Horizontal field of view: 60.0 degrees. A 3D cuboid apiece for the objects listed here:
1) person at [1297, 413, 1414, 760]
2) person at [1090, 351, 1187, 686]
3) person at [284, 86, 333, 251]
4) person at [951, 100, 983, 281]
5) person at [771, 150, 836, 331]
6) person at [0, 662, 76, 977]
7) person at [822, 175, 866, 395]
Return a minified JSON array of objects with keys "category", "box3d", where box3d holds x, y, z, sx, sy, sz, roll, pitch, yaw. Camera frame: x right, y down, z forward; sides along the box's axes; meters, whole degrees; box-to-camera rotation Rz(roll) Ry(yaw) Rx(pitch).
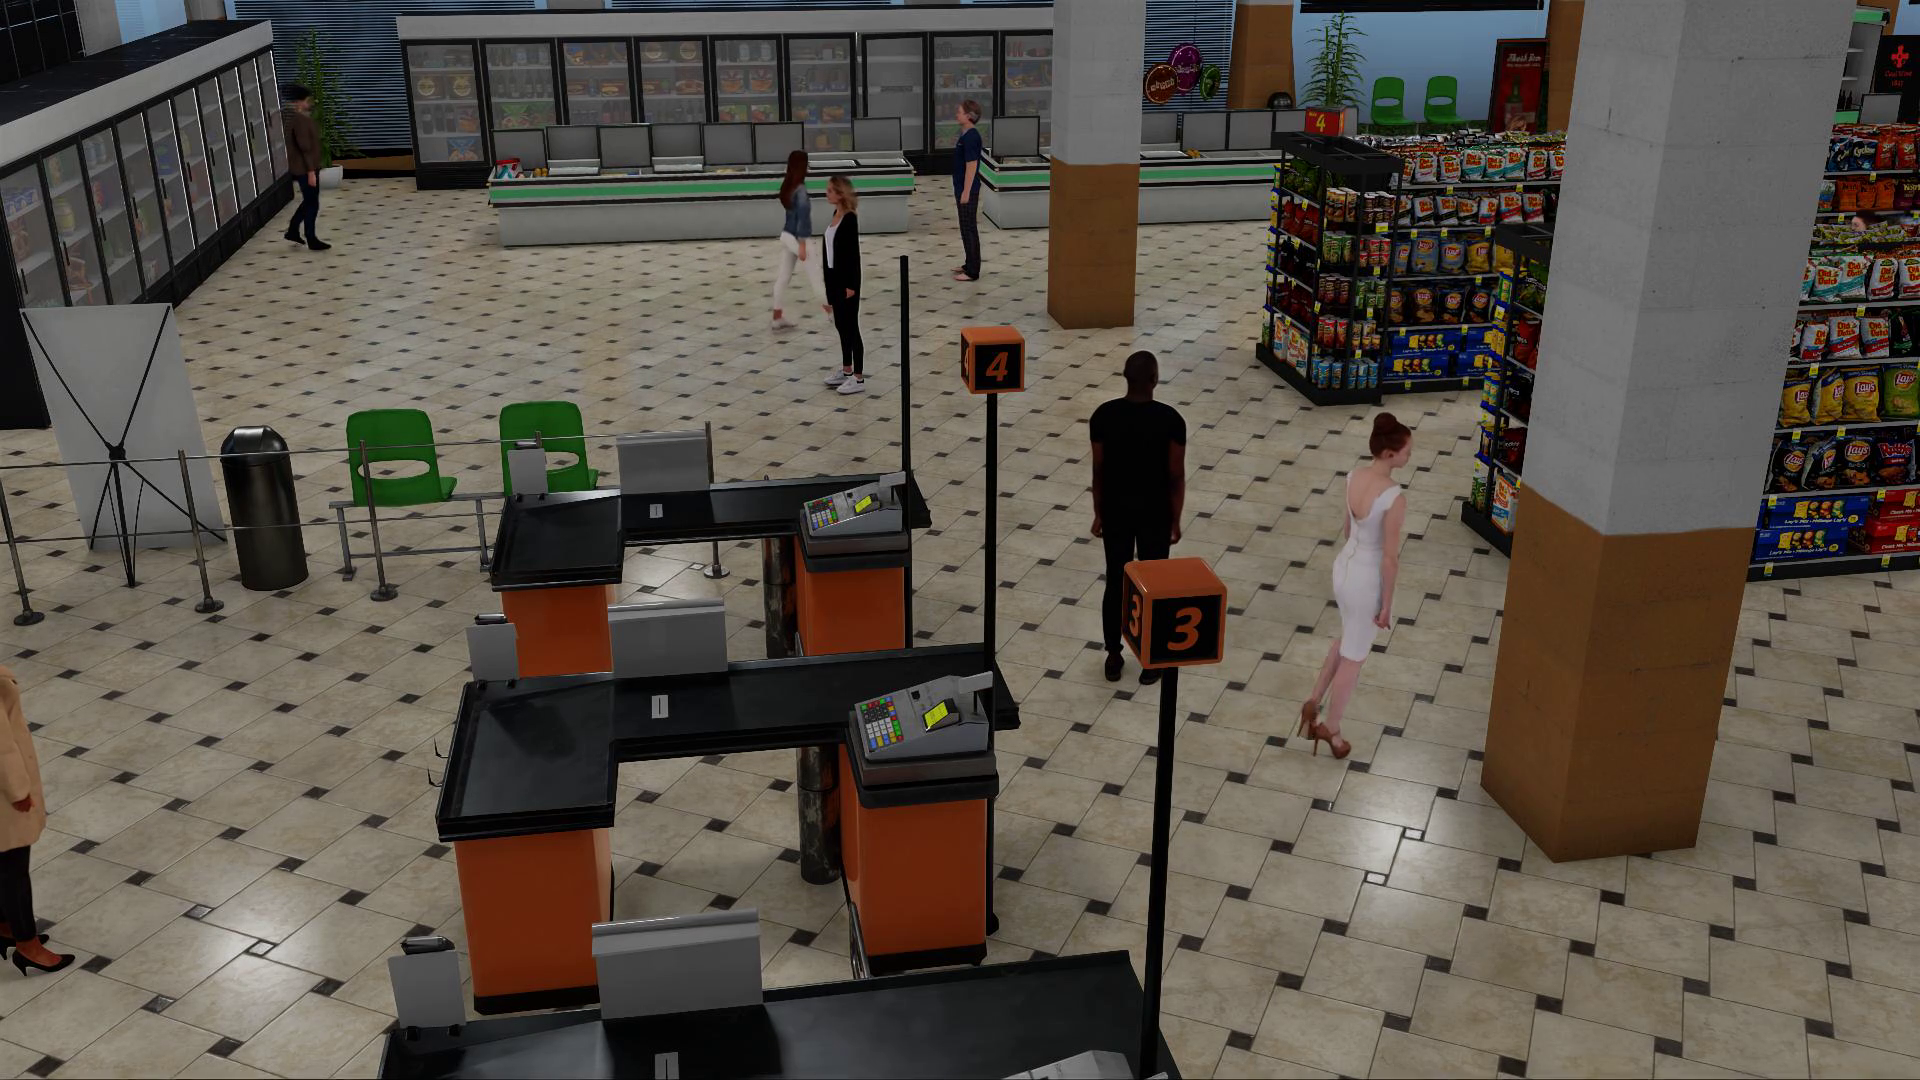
[{"category":"person","box3d":[1.819,0.257,7.909,0.738,1.780,0.660,-9,24,-22]},{"category":"person","box3d":[0.927,-0.110,8.770,0.696,1.819,0.813,8,23,19]},{"category":"person","box3d":[-7.471,-4.217,18.949,0.808,1.849,0.751,-9,23,-21]},{"category":"person","box3d":[0.082,-3.727,17.701,0.575,1.872,0.681,-1,22,-3]},{"category":"person","box3d":[-1.616,-2.765,15.584,1.134,1.664,0.887,-12,25,-28]},{"category":"person","box3d":[-3.742,0.909,6.417,0.722,1.681,0.743,19,29,39]},{"category":"person","box3d":[-0.953,-2.121,13.798,0.589,1.801,0.655,-9,24,-22]}]
